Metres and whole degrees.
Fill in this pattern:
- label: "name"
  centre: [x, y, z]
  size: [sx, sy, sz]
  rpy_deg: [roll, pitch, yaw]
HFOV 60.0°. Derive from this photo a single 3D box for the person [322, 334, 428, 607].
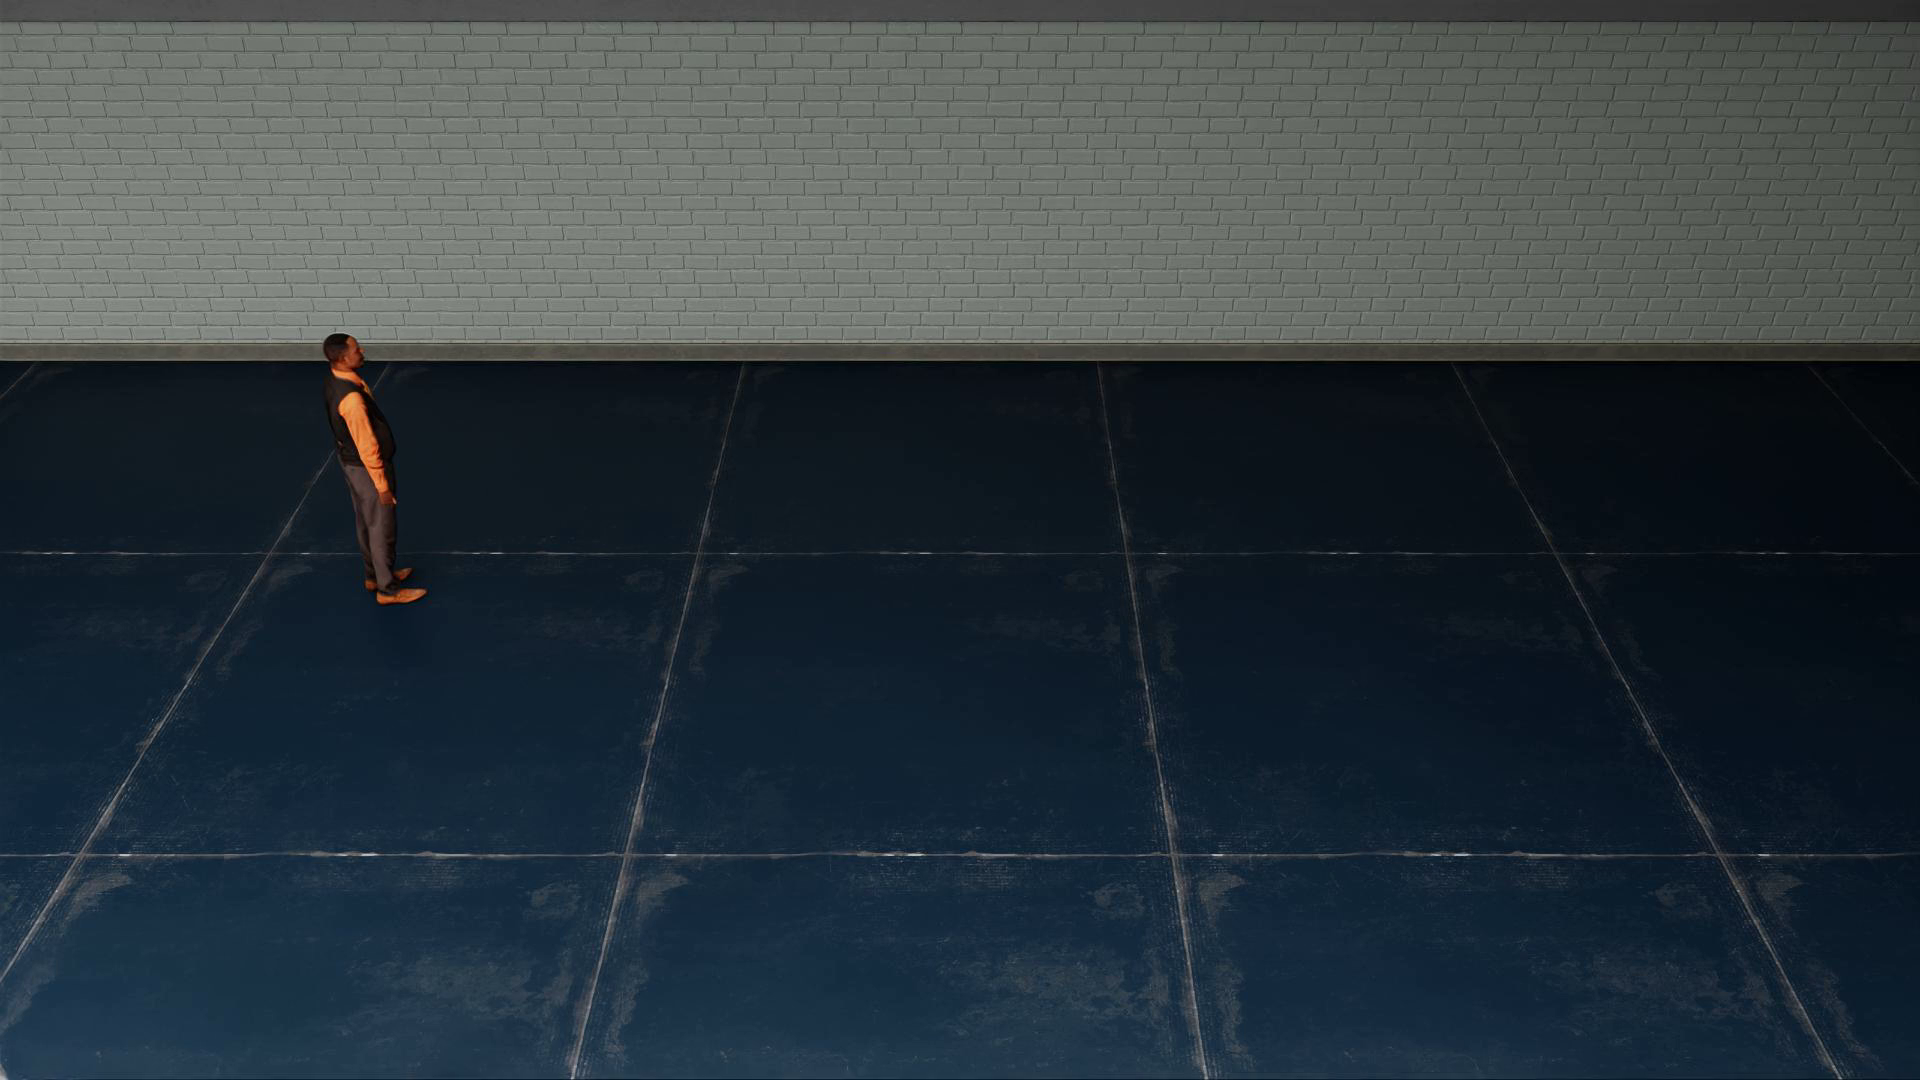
- label: "person"
  centre: [-3.839, -0.455, 10.727]
  size: [0.853, 1.907, 0.745]
  rpy_deg: [-20, 38, -27]
